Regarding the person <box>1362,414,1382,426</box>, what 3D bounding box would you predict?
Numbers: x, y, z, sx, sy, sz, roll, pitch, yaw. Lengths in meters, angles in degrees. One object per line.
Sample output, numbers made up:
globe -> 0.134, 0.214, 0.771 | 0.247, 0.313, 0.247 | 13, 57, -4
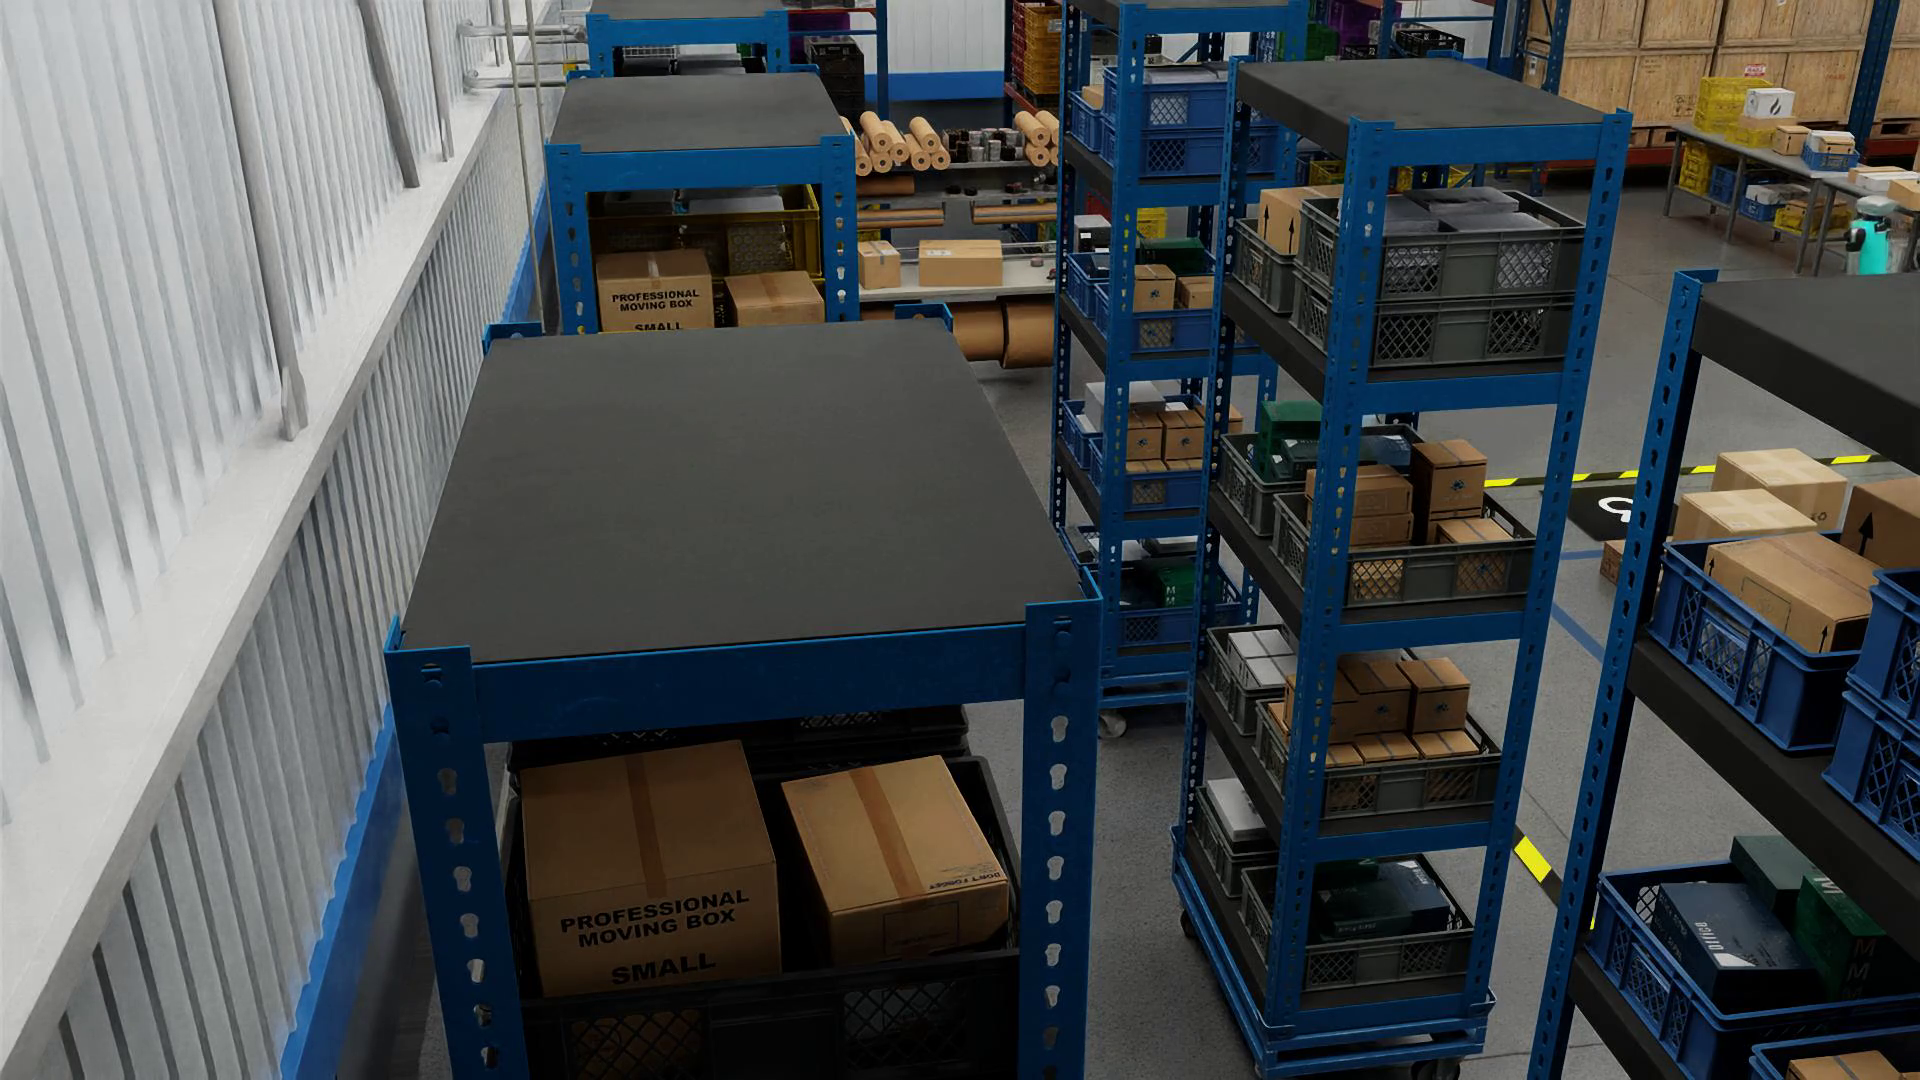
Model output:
person -> 1.819, 0.193, 7.990 | 0.588, 1.847, 0.396 | -2, 25, -4

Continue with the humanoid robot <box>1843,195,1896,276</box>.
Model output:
humanoid robot -> 6.615, -1.522, 11.867 | 0.547, 1.782, 0.793 | -20, 31, -37
